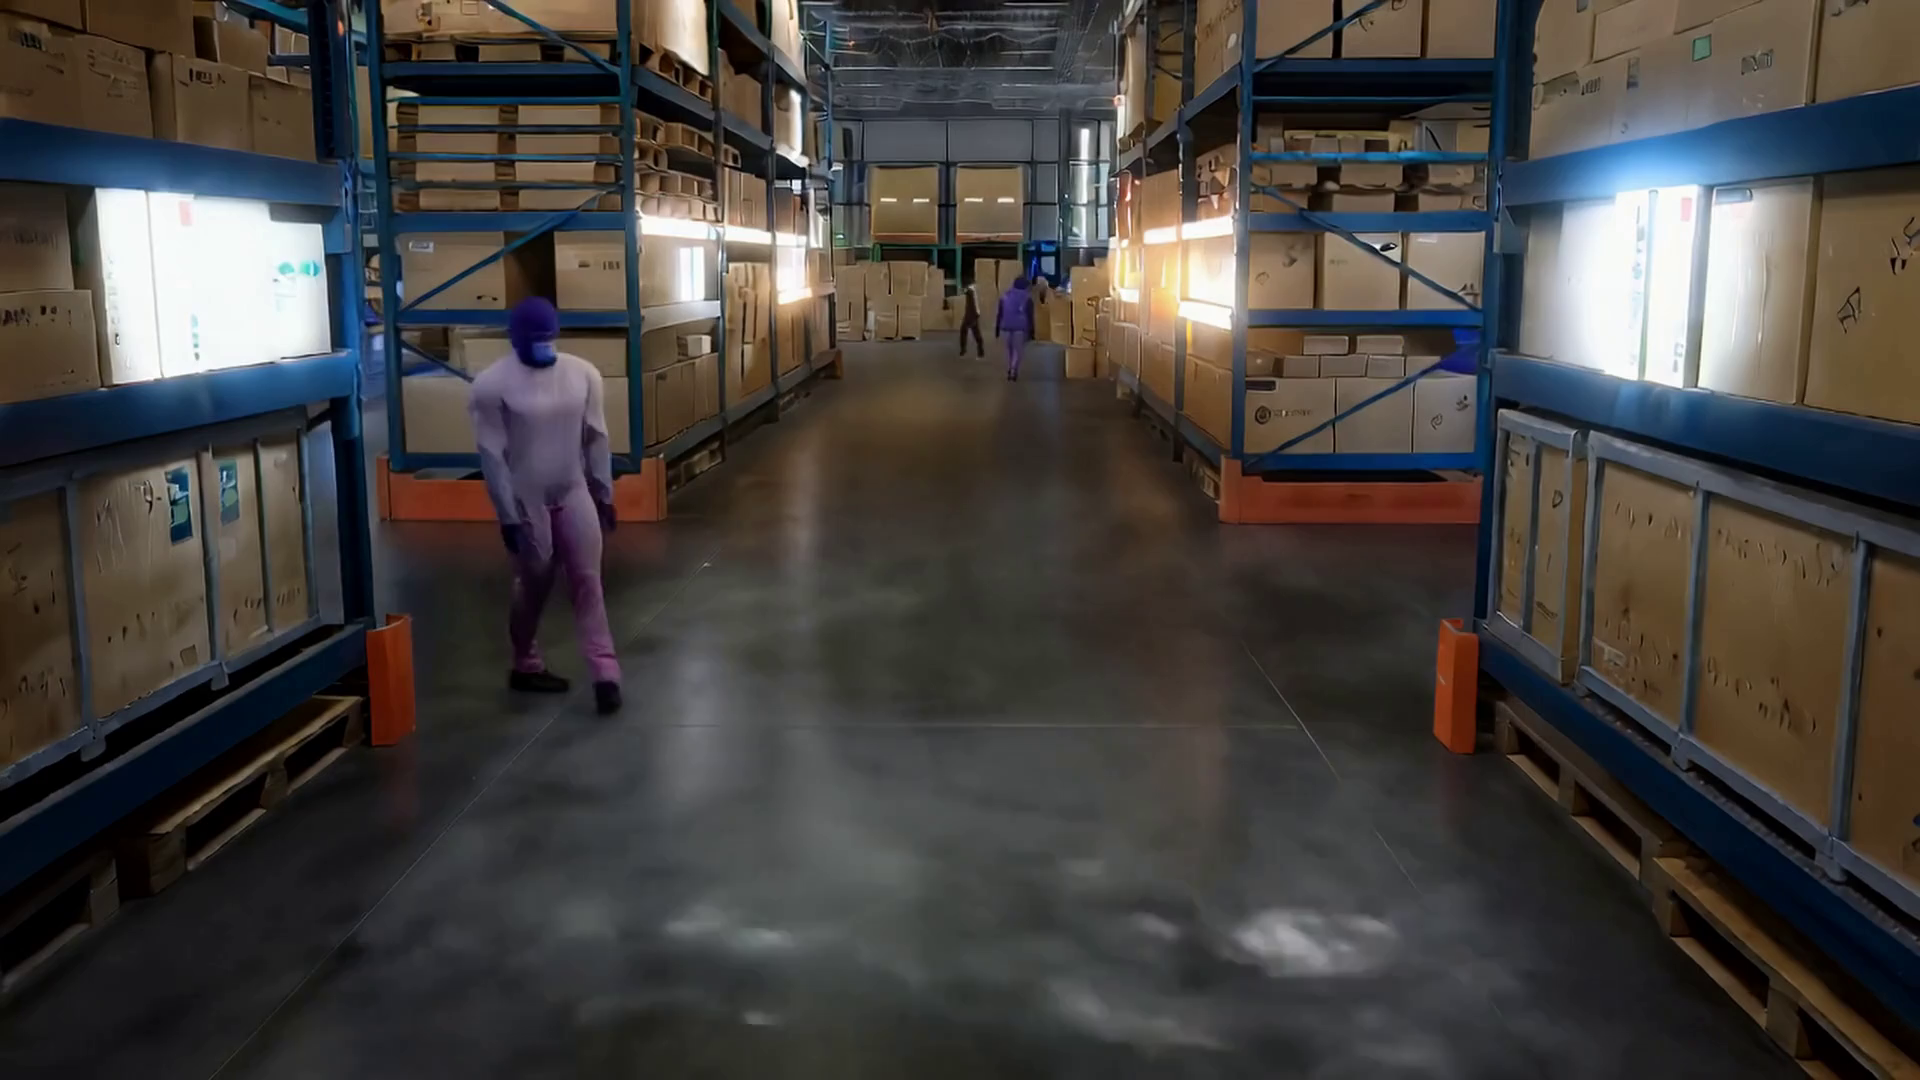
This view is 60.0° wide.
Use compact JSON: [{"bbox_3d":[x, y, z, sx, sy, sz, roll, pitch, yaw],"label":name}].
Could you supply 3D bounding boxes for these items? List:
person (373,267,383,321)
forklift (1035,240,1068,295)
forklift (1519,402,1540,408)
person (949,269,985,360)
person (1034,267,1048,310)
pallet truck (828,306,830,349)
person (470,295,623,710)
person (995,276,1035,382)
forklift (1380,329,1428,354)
[{"bbox_3d":[-19.808,-8.411,56.916,0.610,1.878,0.901,-6,11,-34],"label":"person"},{"bbox_3d":[3.222,-9.565,60.854,1.129,2.768,1.873,-2,10,-14],"label":"forklift"},{"bbox_3d":[6.385,-2.275,17.187,1.129,2.768,1.873,0,9,1],"label":"forklift"},{"bbox_3d":[0.133,-4.637,34.328,0.861,1.873,0.605,-1,10,-7],"label":"person"},{"bbox_3d":[2.336,-6.596,46.013,0.954,1.893,0.658,2,10,12],"label":"person"},{"bbox_3d":[-3.100,-3.940,29.800,1.885,1.965,0.823,3,10,19],"label":"pallet truck"},{"bbox_3d":[-1.841,-0.160,7.515,0.714,1.878,0.877,-8,13,-41],"label":"person"},{"bbox_3d":[0.931,-3.582,28.291,0.689,1.796,0.764,4,10,22],"label":"person"},{"bbox_3d":[6.702,-3.646,25.399,1.129,2.768,1.873,-4,10,-24],"label":"forklift"}]
